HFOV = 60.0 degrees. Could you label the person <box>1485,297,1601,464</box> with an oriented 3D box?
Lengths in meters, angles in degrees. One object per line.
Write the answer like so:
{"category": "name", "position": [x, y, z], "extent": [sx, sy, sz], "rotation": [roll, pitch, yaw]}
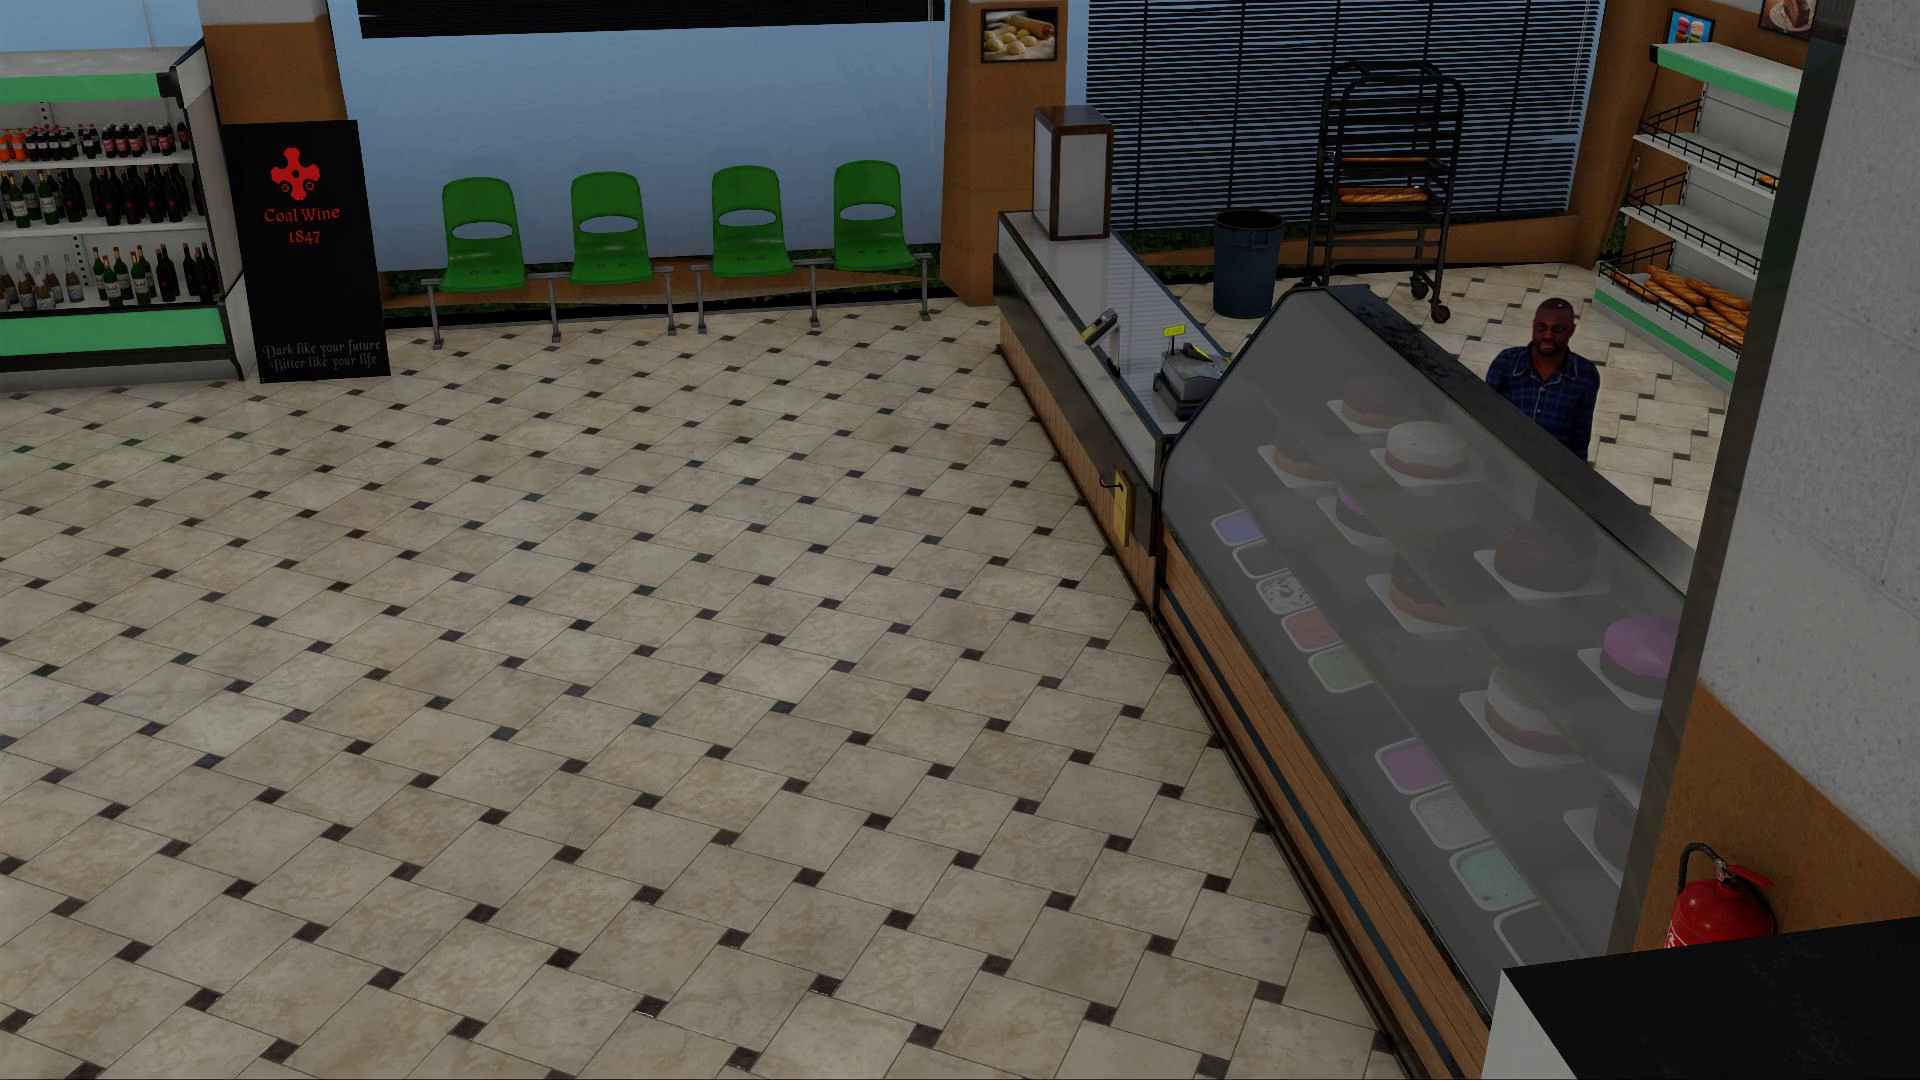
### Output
{"category": "person", "position": [2.578, -0.235, 7.590], "extent": [0.728, 1.824, 0.834], "rotation": [9, 28, 18]}
